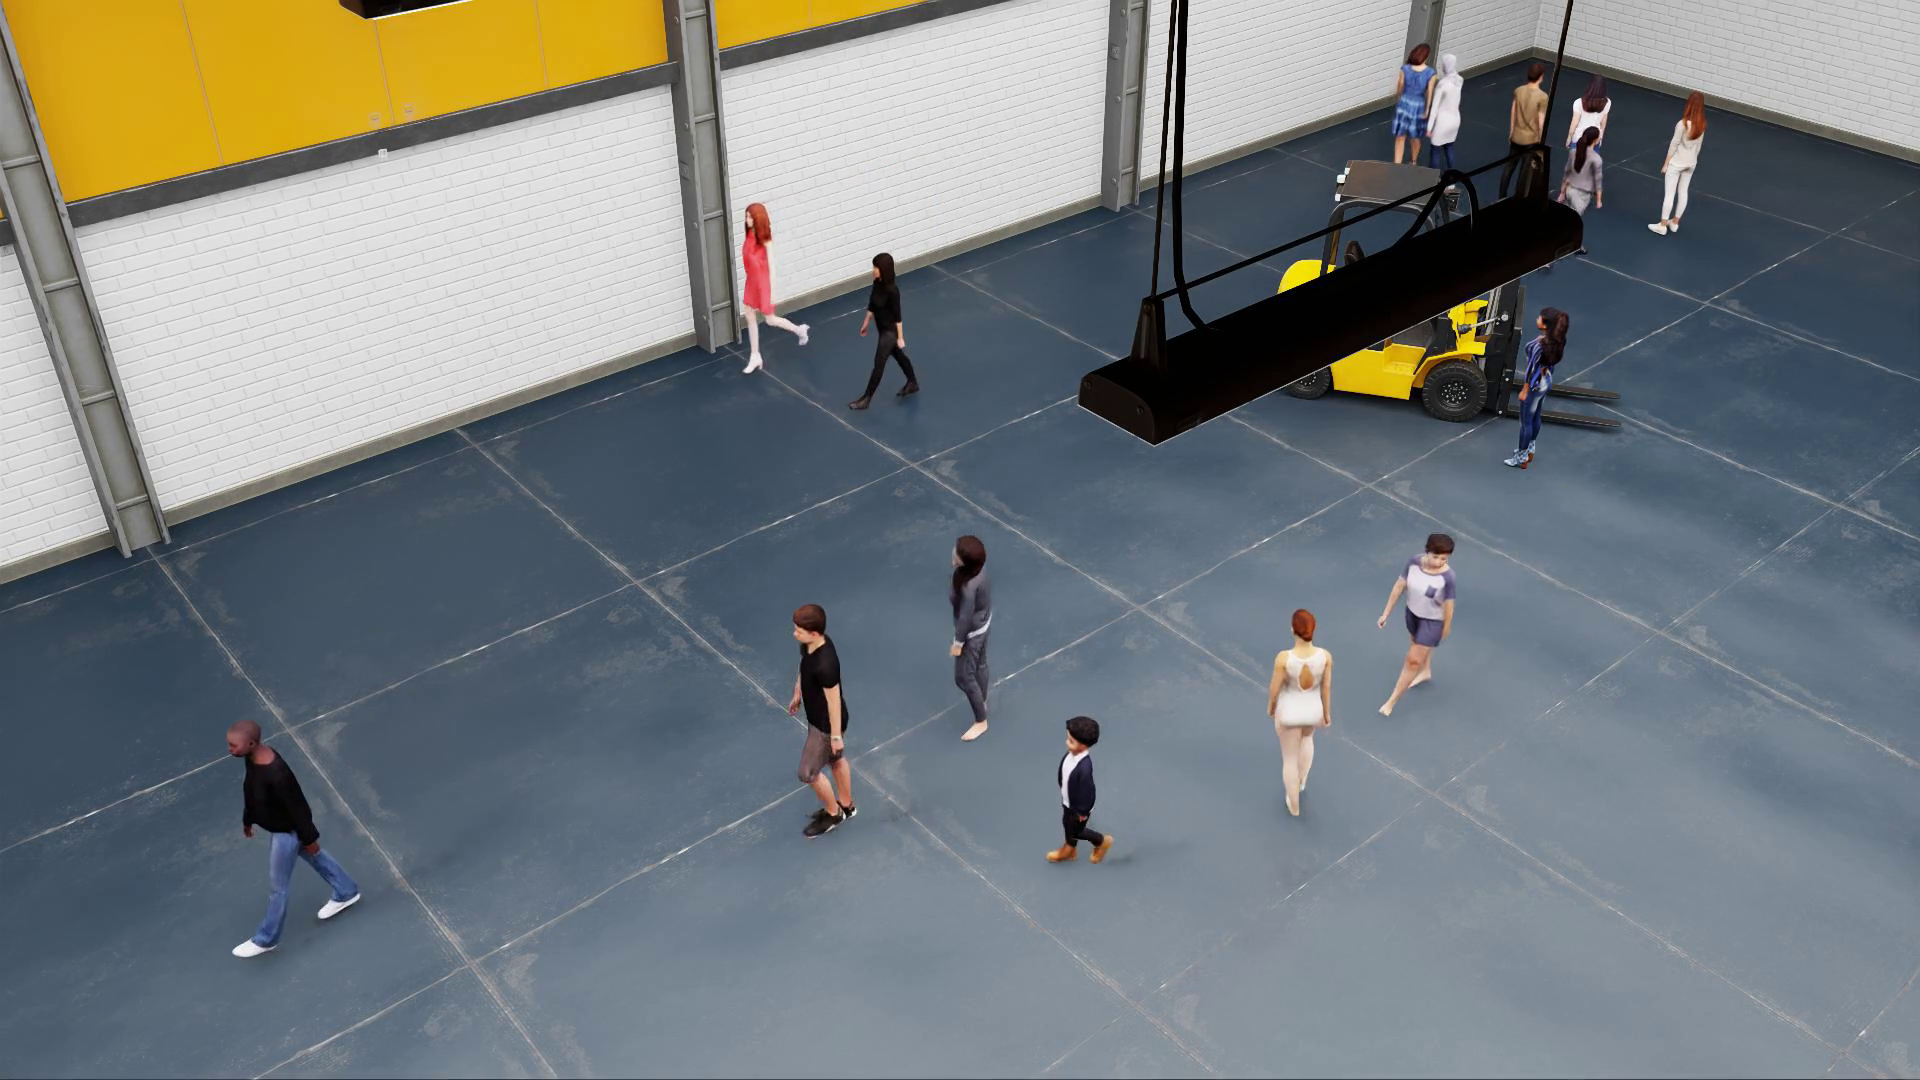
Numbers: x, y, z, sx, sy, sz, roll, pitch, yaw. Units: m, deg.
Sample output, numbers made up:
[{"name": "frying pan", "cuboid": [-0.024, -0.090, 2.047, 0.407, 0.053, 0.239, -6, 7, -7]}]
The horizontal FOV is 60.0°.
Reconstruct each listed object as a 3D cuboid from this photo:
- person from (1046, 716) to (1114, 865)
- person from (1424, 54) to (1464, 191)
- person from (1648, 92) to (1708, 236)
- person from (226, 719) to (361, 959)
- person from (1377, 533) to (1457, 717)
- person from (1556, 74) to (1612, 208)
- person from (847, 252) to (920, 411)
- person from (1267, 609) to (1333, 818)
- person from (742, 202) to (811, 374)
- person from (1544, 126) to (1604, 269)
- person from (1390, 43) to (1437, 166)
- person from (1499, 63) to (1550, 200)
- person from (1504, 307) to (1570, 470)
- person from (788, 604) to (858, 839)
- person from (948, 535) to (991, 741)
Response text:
[{"name": "person", "cuboid": [0.828, 1.678, 11.012, 0.761, 1.216, 0.664, -6, 34, -10]}, {"name": "person", "cuboid": [6.103, -5.205, 20.873, 0.605, 1.763, 0.767, -19, 38, -27]}, {"name": "person", "cuboid": [8.623, -4.491, 19.845, 0.587, 1.711, 0.708, -11, 35, -17]}, {"name": "person", "cuboid": [-4.145, 1.761, 10.443, 1.077, 1.708, 0.631, -28, 43, -35]}, {"name": "person", "cuboid": [3.513, 0.546, 12.442, 0.973, 1.519, 0.595, -21, 39, -29]}, {"name": "person", "cuboid": [7.690, -4.885, 20.462, 0.667, 1.684, 0.740, 1, 34, 1]}, {"name": "person", "cuboid": [-0.636, -2.060, 16.294, 1.109, 1.595, 0.706, -18, 38, -25]}, {"name": "person", "cuboid": [2.321, 1.236, 11.309, 0.752, 1.622, 0.805, -1, 34, -2]}, {"name": "person", "cuboid": [-1.937, -2.564, 16.860, 1.029, 1.806, 0.610, -23, 40, -31]}, {"name": "person", "cuboid": [6.984, -3.853, 18.956, 1.166, 1.634, 0.807, -15, 36, -21]}, {"name": "person", "cuboid": [5.708, -5.381, 21.135, 0.935, 1.766, 1.118, 12, 35, 17]}, {"name": "person", "cuboid": [6.916, -4.925, 20.371, 0.581, 1.852, 0.672, -21, 39, -29]}, {"name": "person", "cuboid": [5.299, -1.410, 15.304, 0.701, 1.607, 0.537, 25, 41, 33]}, {"name": "person", "cuboid": [-0.823, 1.181, 11.188, 0.809, 1.848, 0.806, -8, 34, -12]}, {"name": "person", "cuboid": [0.116, 0.601, 12.156, 0.854, 1.744, 0.774, 12, 36, 18]}]
